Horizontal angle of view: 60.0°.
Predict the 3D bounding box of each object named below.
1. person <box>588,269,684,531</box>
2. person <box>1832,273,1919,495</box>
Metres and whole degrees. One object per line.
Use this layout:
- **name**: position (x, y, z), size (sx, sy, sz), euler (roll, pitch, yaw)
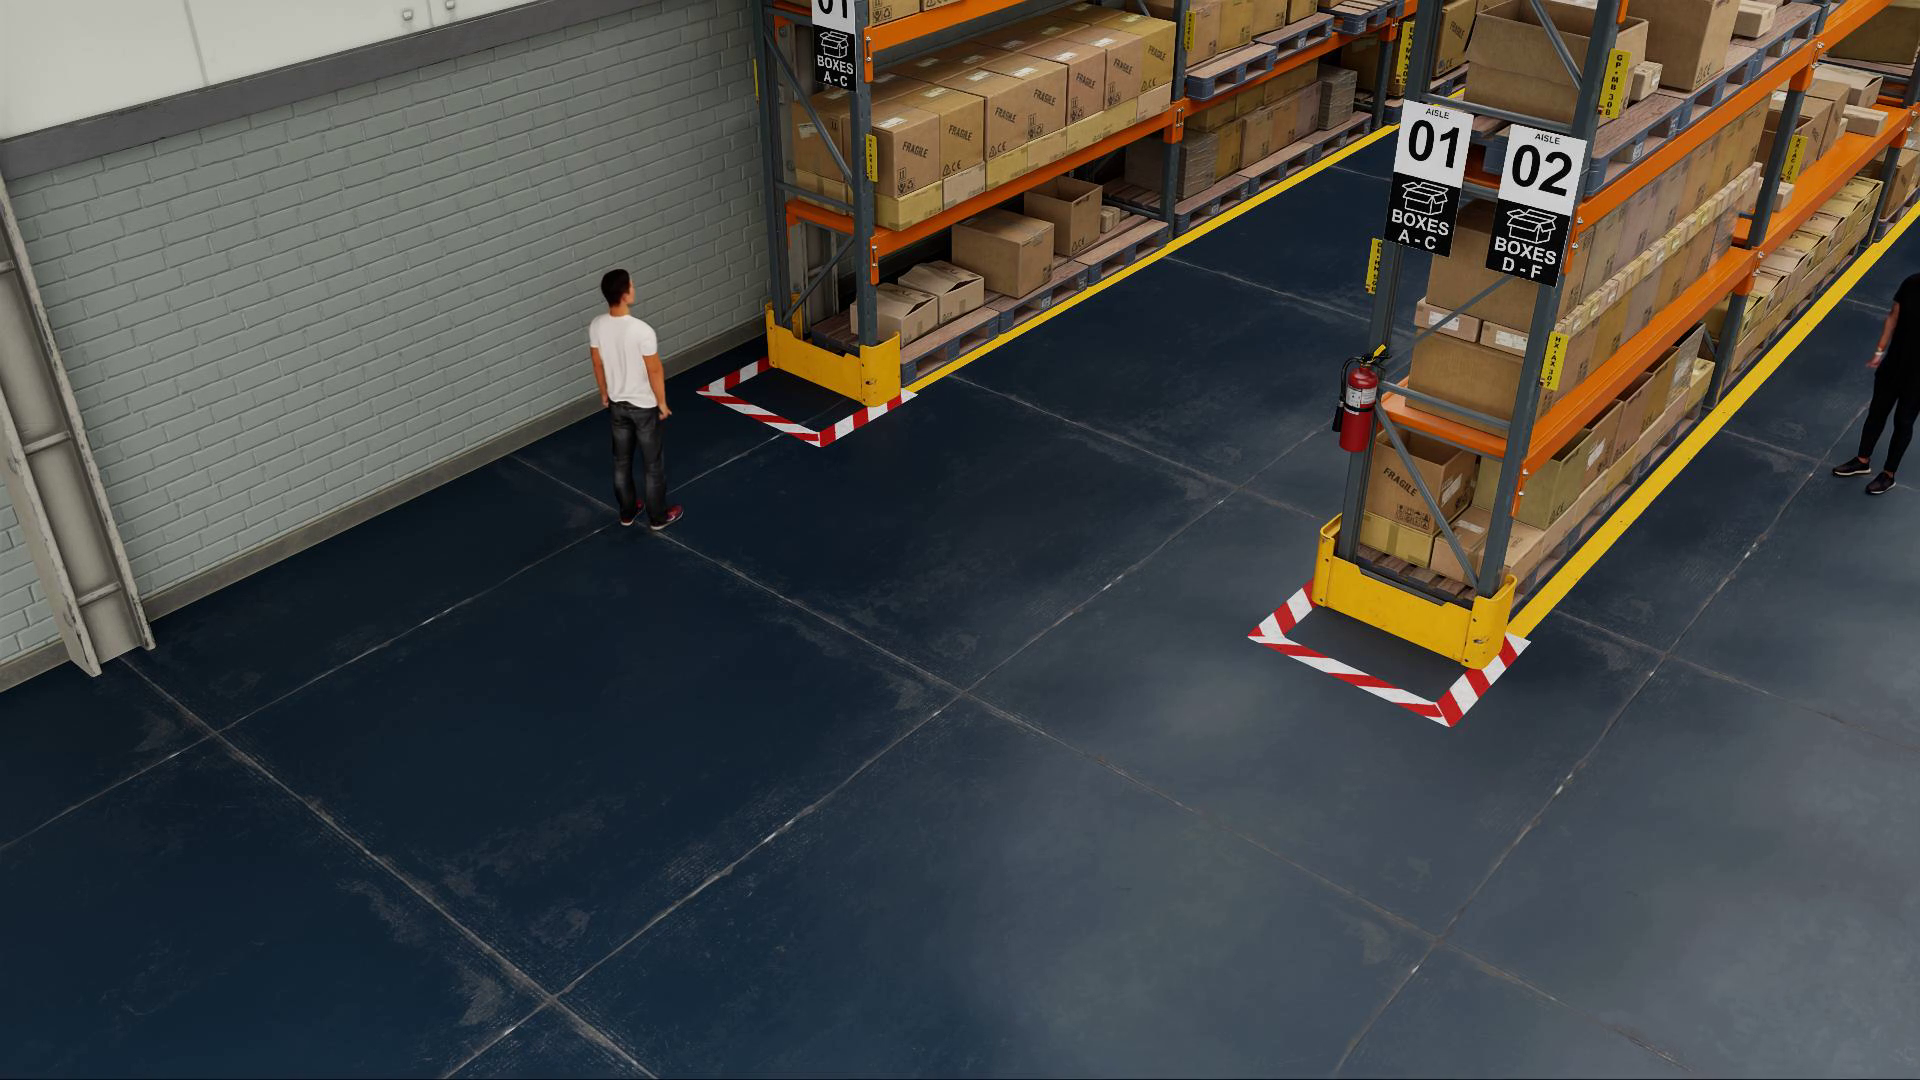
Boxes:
- **person**: position (-2.125, -0.892, 10.765), size (0.711, 1.799, 0.662), euler (12, 35, 17)
- **person**: position (6.398, -1.198, 11.177), size (0.750, 1.862, 0.770), euler (-13, 35, -20)
